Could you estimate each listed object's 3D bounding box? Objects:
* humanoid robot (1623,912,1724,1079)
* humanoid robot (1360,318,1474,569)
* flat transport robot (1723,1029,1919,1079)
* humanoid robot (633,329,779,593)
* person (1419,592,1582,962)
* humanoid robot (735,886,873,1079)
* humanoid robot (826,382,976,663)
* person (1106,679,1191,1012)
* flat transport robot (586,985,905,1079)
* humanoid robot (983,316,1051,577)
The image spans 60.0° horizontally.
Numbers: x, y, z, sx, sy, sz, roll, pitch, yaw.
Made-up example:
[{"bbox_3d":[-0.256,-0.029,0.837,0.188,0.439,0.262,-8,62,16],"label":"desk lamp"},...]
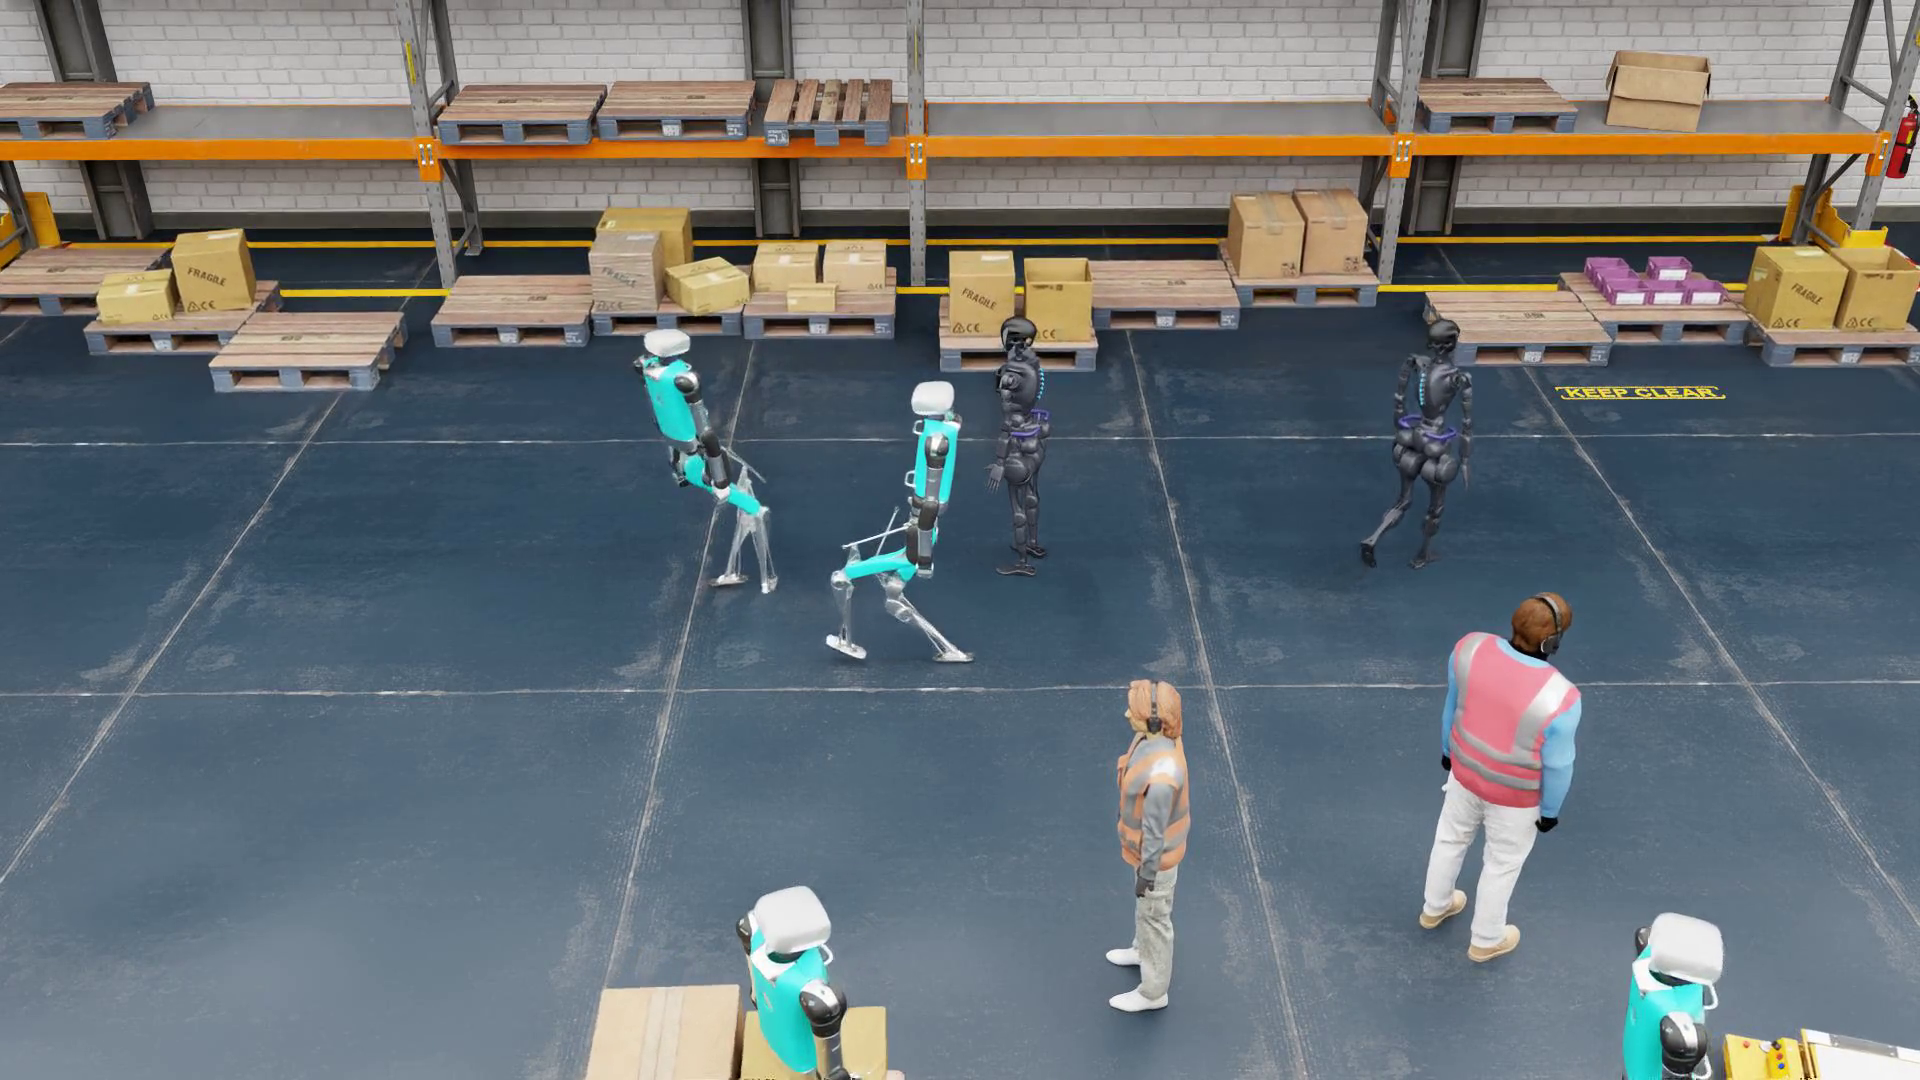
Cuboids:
[{"bbox_3d":[2.505,2.013,5.621,0.715,1.782,0.530,5,31,8],"label":"humanoid robot"},{"bbox_3d":[2.752,-0.532,9.937,0.576,1.635,0.599,-22,37,-32],"label":"humanoid robot"},{"bbox_3d":[3.814,2.327,6.537,1.431,0.231,0.659,8,32,13],"label":"flat transport robot"},{"bbox_3d":[-1.418,-0.459,9.776,0.583,1.807,0.823,26,39,36],"label":"humanoid robot"},{"bbox_3d":[2.345,1.020,7.202,0.431,1.835,0.628,-21,37,-31],"label":"person"},{"bbox_3d":[-0.388,1.871,5.871,0.668,1.793,0.541,-21,37,-31],"label":"humanoid robot"},{"bbox_3d":[-0.421,-0.036,9.100,1.025,1.769,0.535,1,31,2],"label":"humanoid robot"},{"bbox_3d":[0.796,1.274,6.963,0.311,1.634,0.512,1,31,2],"label":"person"},{"bbox_3d":[-0.790,2.591,6.097,0.659,0.231,1.431,-1,31,-2],"label":"flat transport robot"},{"bbox_3d":[0.355,-0.562,9.966,0.315,1.657,0.599,12,33,19],"label":"humanoid robot"}]
